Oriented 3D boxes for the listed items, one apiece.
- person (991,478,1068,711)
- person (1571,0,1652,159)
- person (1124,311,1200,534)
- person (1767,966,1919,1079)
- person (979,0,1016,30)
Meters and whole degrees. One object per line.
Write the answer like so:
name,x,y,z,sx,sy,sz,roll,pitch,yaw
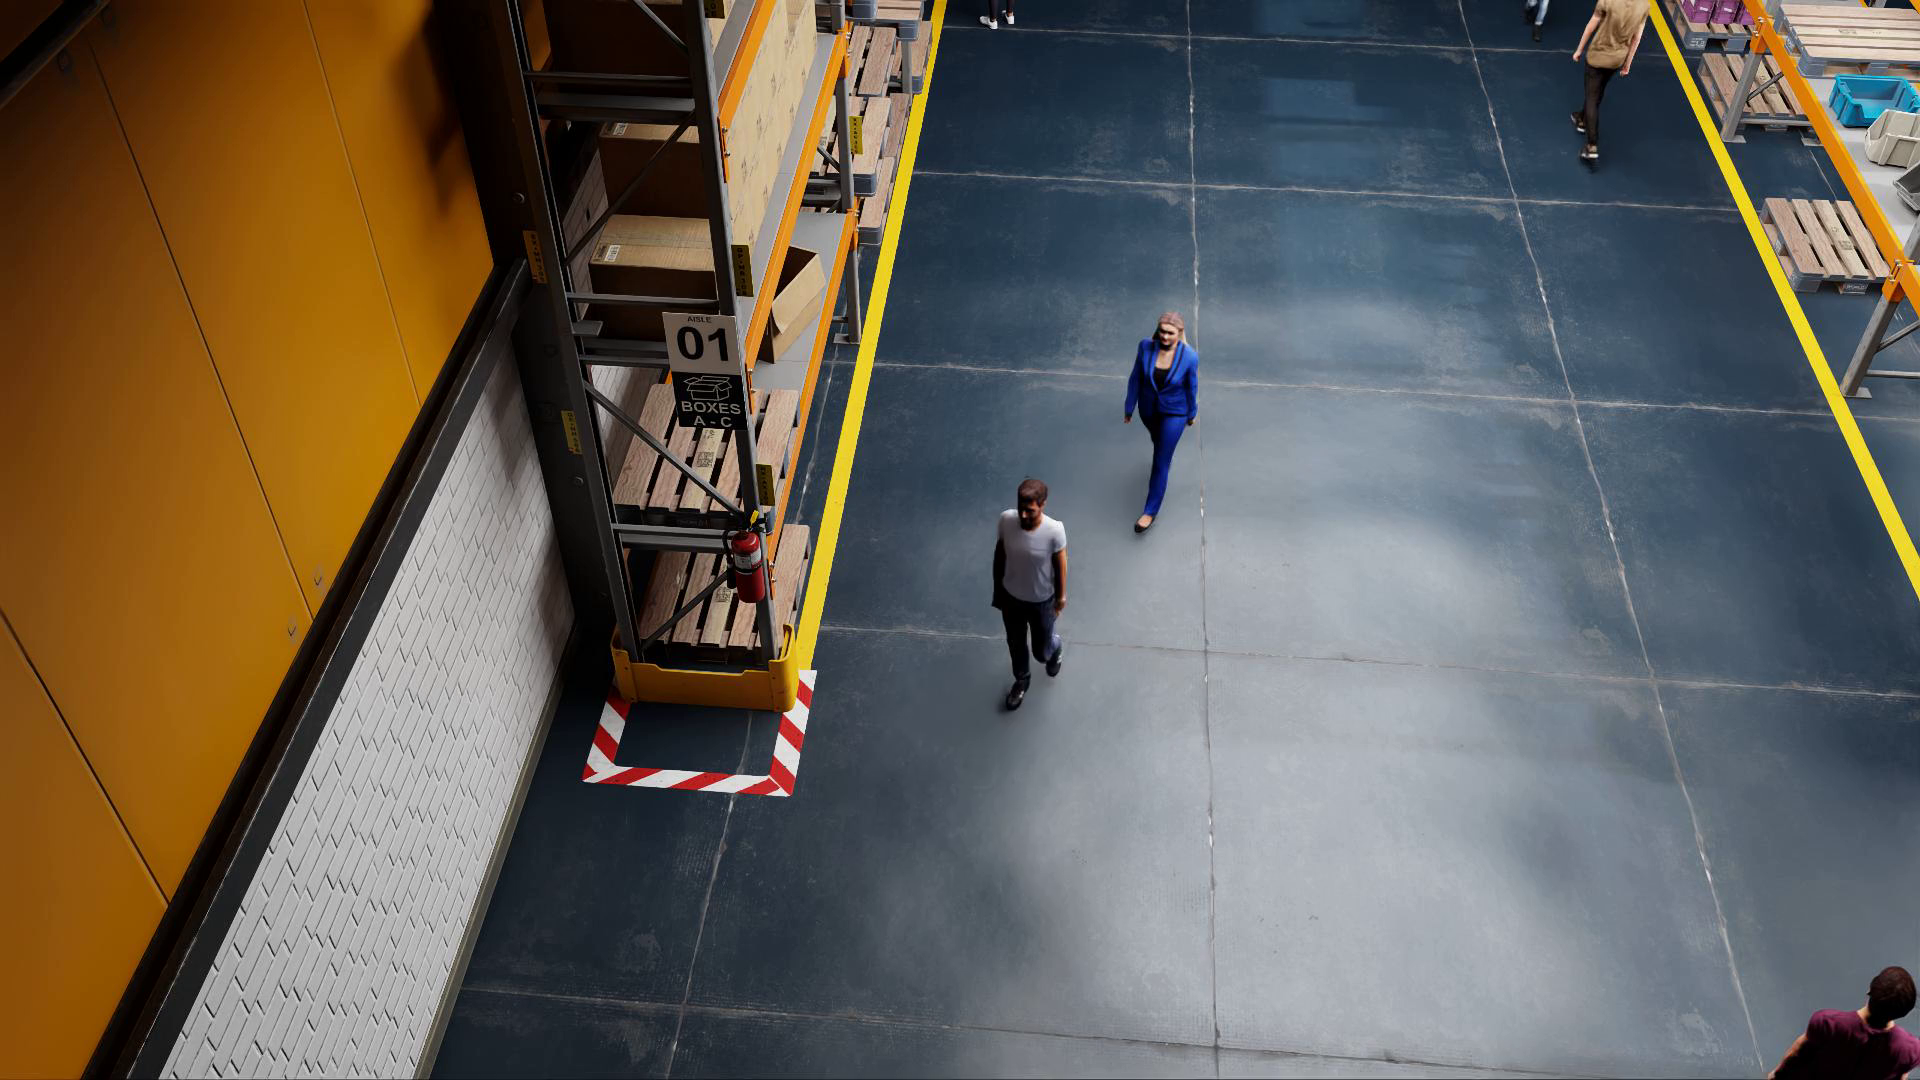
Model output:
person,0.470,0.281,10.562,0.753,1.859,0.871,16,46,16
person,6.056,-4.458,15.566,0.785,1.818,1.258,-2,44,-2
person,1.485,-0.977,12.033,0.927,1.651,1.246,18,47,18
person,4.206,2.668,8.064,0.703,1.848,0.643,16,46,16
person,0.429,-6.215,17.538,0.662,1.642,0.700,-23,48,-22
